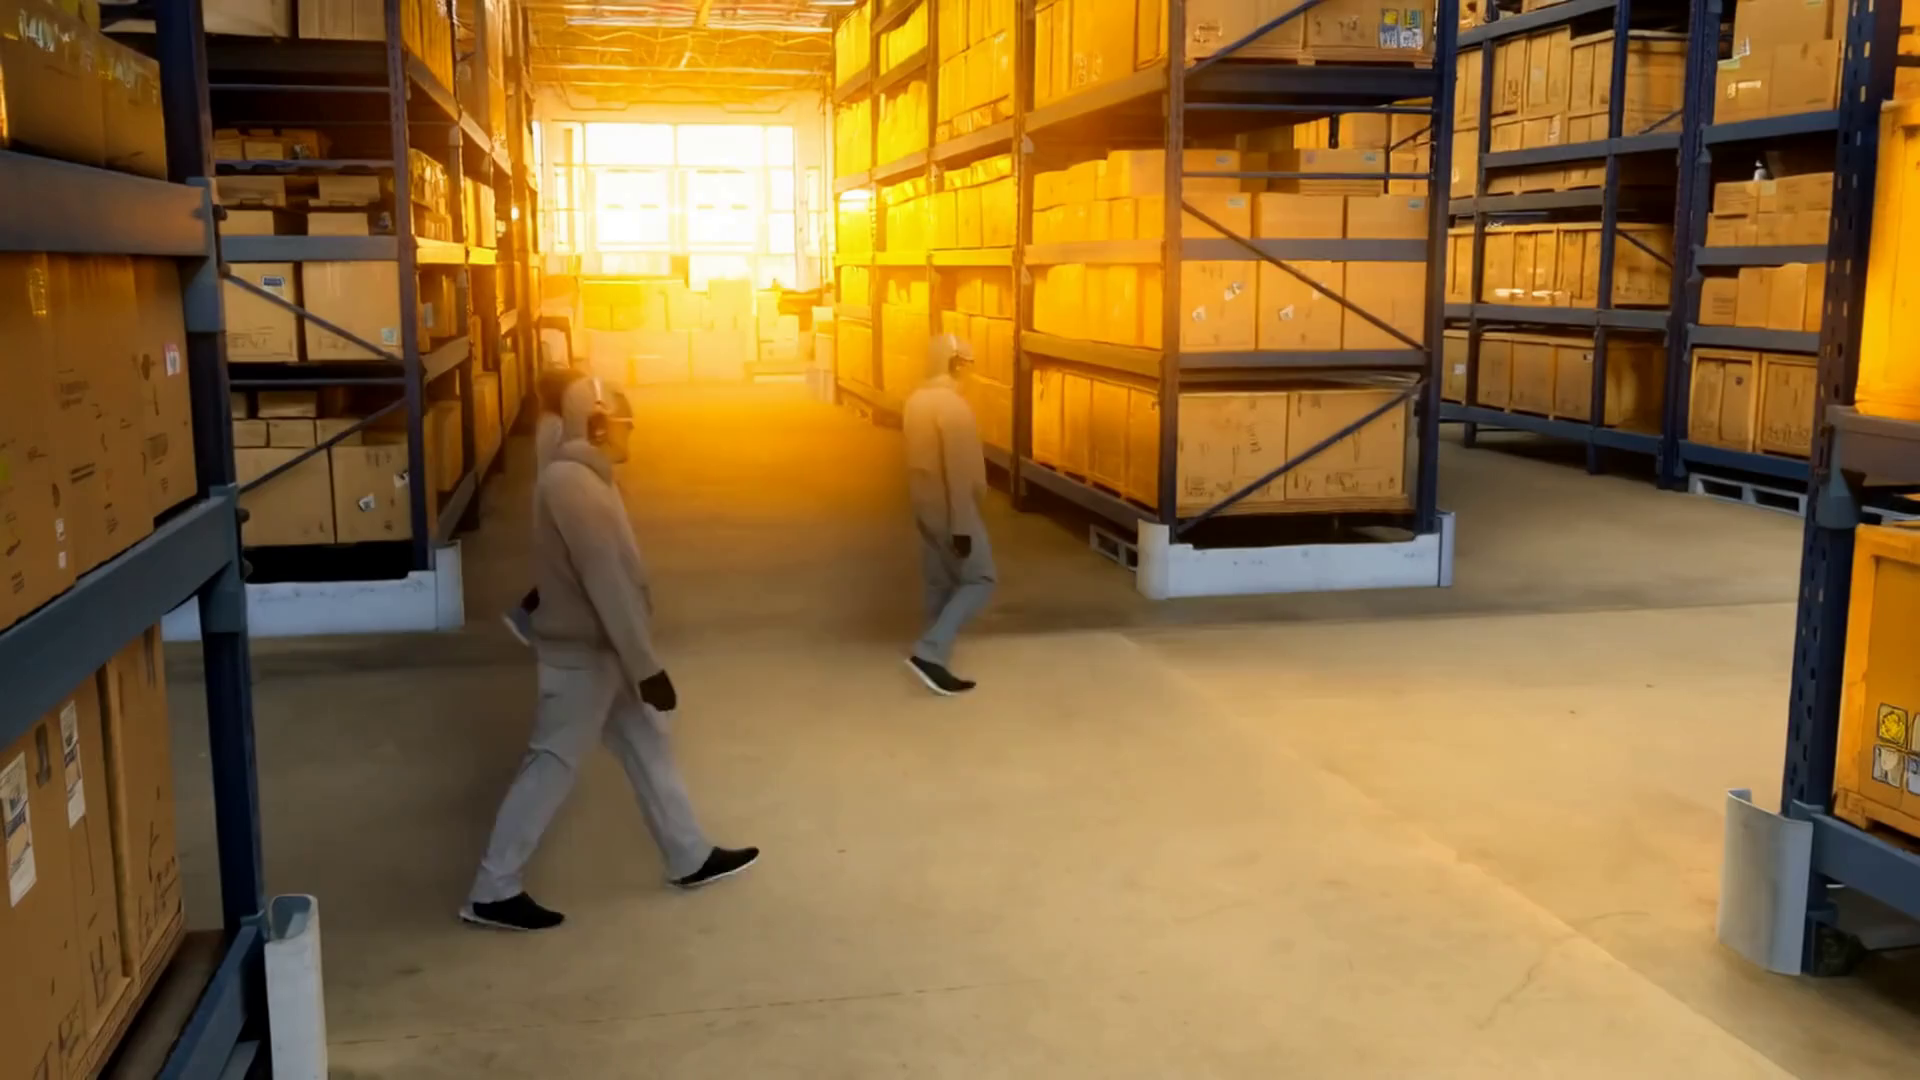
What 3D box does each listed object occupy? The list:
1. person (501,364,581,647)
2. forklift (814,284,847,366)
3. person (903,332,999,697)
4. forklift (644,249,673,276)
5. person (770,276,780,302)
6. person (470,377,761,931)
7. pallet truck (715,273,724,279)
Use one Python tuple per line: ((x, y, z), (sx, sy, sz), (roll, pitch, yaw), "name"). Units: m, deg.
((-2.269, -0.147, 9.336), (0.516, 1.684, 0.550), (-4, 10, -21), "person")
((-2.157, -5.018, 35.408), (1.129, 2.768, 1.873), (-9, 13, -44), "forklift")
((-0.045, -0.113, 8.526), (0.434, 1.887, 0.667), (-4, 10, -21), "person")
((-10.091, -8.375, 55.870), (1.129, 2.768, 1.873), (-7, 12, -38), "forklift")
((-6.530, -8.478, 59.476), (0.827, 1.917, 0.637), (-5, 11, -29), "person")
((-1.211, 0.384, 5.626), (1.013, 1.852, 0.659), (-2, 10, -13), "person")
((-8.580, -8.986, 62.280), (1.885, 1.965, 0.823), (1, 9, 5), "pallet truck")
